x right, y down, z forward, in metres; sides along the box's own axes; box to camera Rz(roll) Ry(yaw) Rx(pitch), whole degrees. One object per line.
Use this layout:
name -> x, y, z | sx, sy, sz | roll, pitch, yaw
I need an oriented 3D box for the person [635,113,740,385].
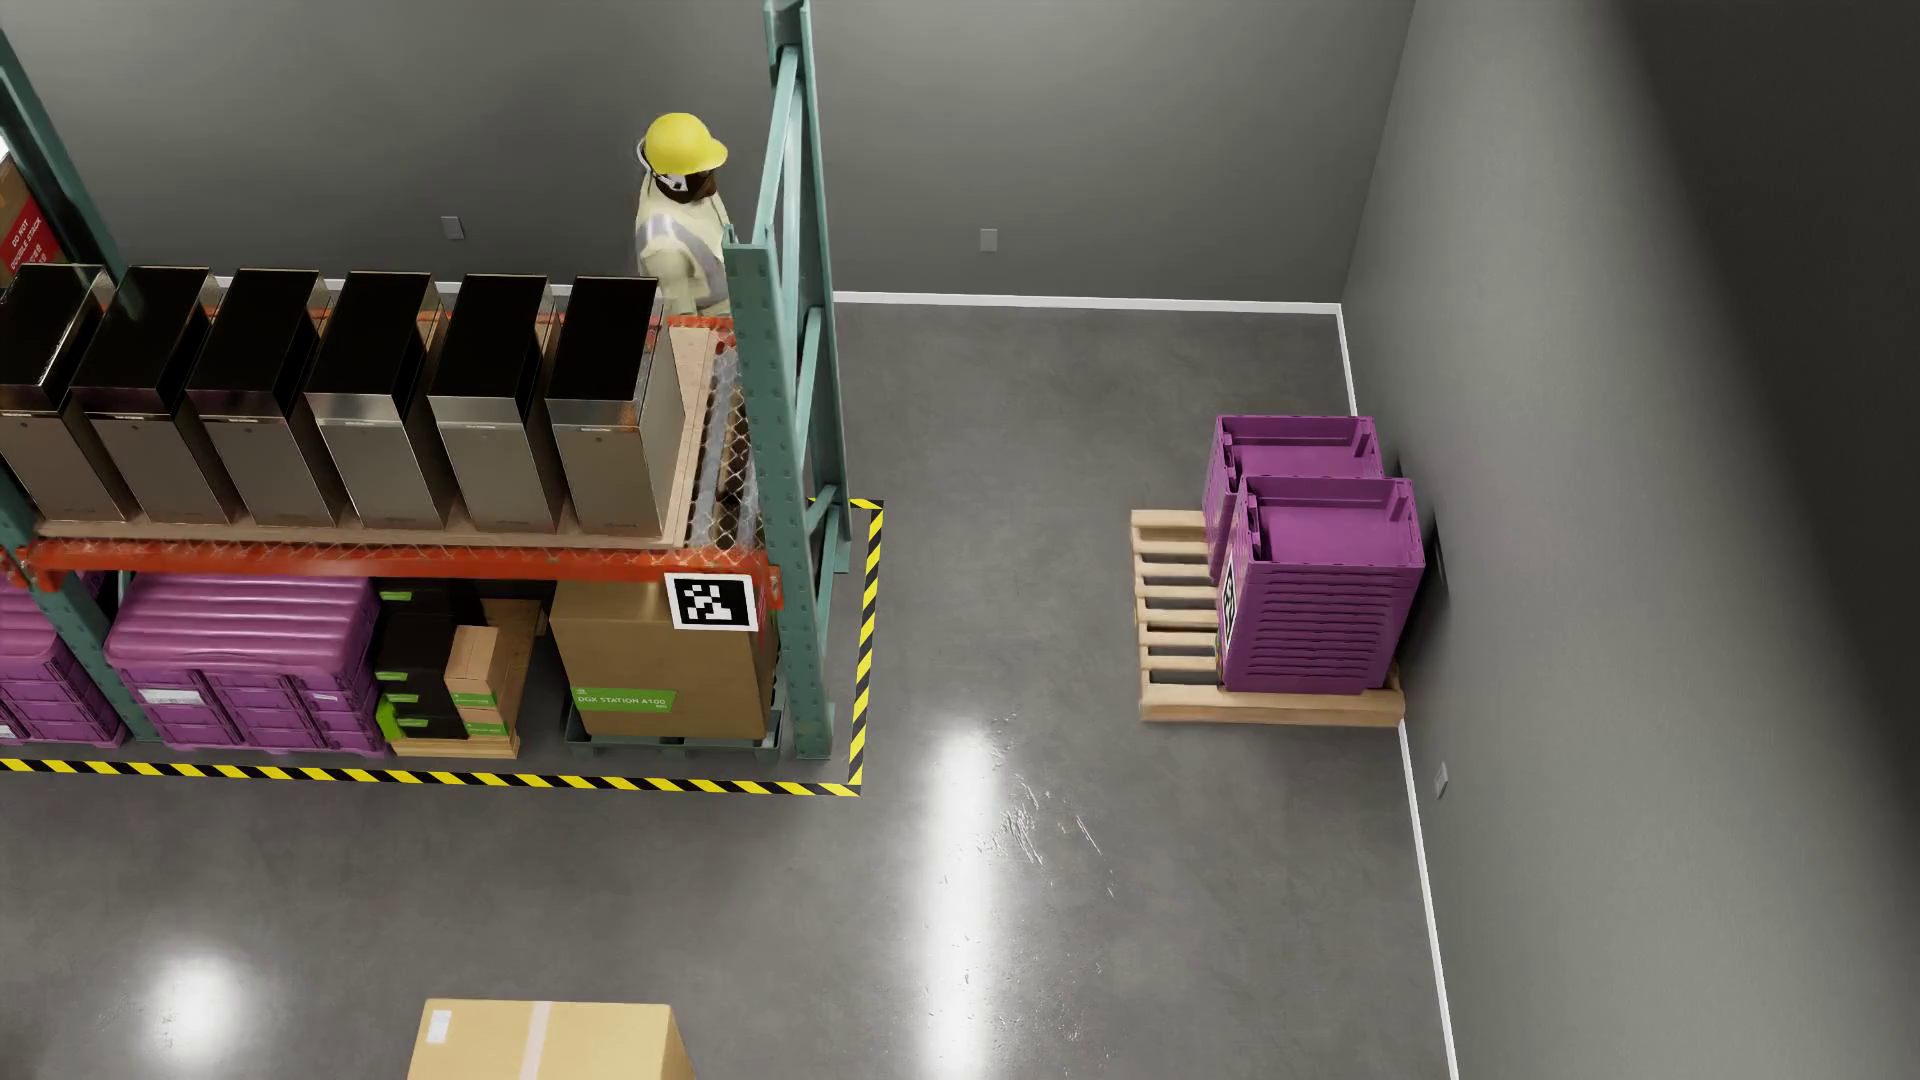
person -> -1.057, -0.923, 6.494 | 0.517, 1.820, 0.611 | 0, 52, 0
